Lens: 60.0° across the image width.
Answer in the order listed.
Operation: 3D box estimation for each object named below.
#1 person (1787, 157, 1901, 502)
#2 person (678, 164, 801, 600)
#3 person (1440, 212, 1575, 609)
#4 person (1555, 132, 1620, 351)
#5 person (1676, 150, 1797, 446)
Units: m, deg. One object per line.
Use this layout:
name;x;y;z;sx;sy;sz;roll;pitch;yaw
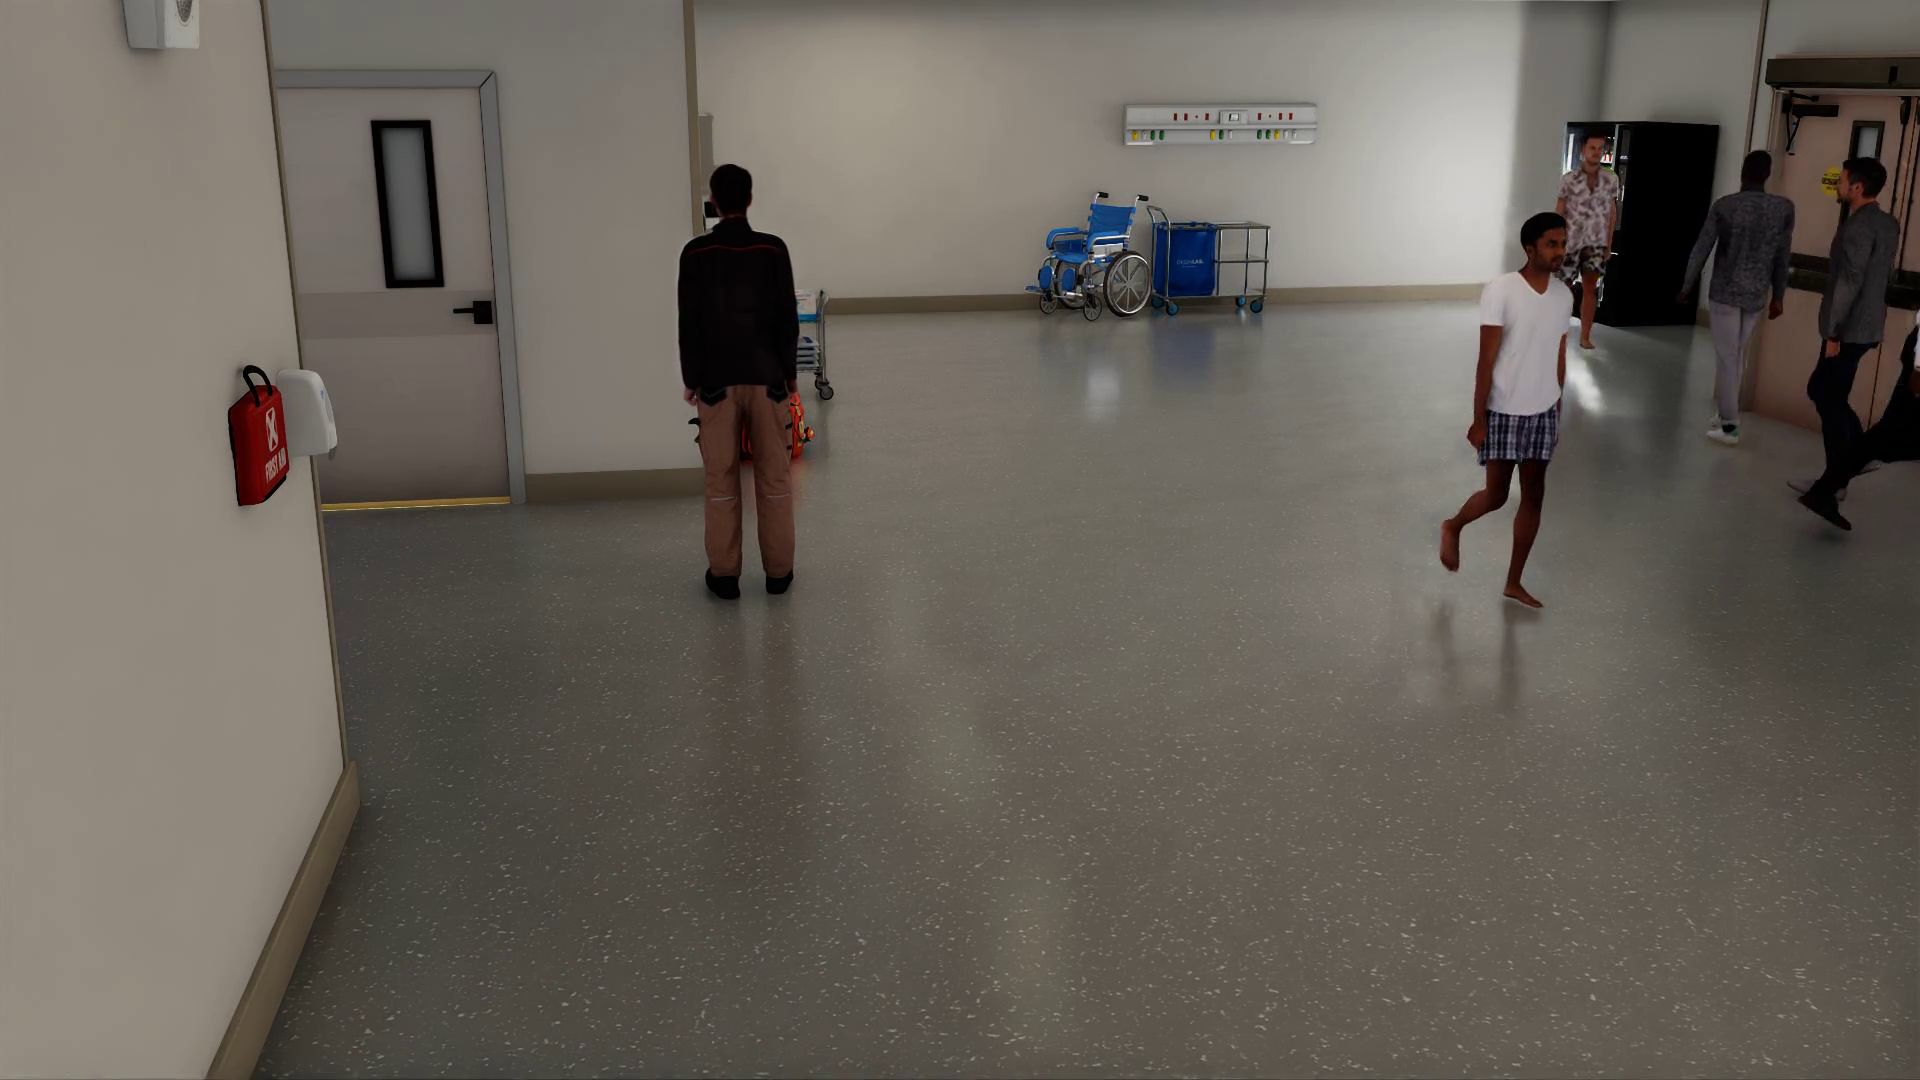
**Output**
person;4.919;-1.121;9.030;0.887;1.857;0.850;14;21;42
person;-0.977;-0.694;7.394;0.706;1.923;0.619;-4;16;-14
person;2.419;-0.583;7.375;0.752;1.720;0.886;-6;17;-21
person;5.303;-2.554;14.258;0.937;1.779;1.218;2;16;9
person;4.939;-1.501;10.458;0.753;1.814;0.797;-1;16;-5
